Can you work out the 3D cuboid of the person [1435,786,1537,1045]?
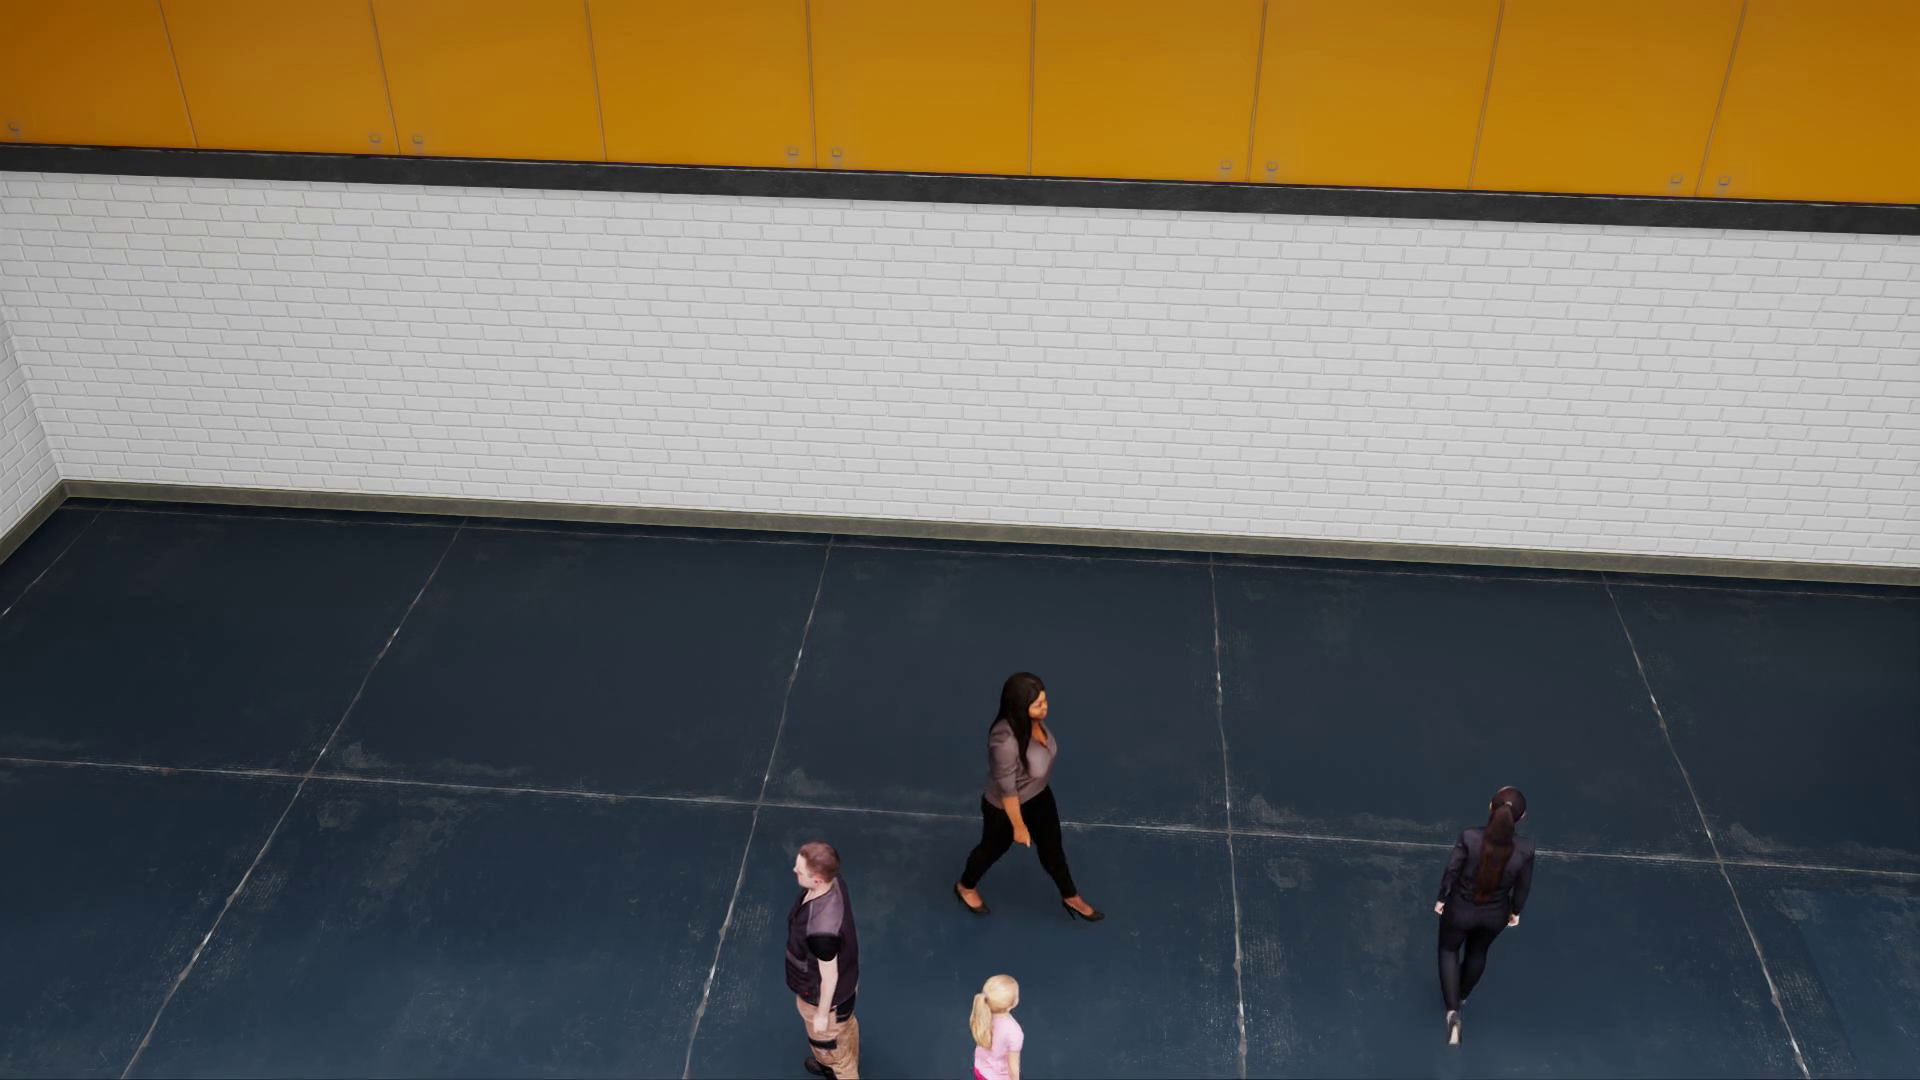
[{"bbox_3d":[2.701,1.996,8.693,0.657,1.696,0.859,7,34,11],"label":"person"}]

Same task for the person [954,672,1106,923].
[{"bbox_3d":[0.212,1.471,9.391,0.984,1.797,1.155,14,36,20],"label":"person"}]

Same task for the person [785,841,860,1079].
[{"bbox_3d":[-0.652,2.189,8.271,0.773,1.842,0.572,-2,34,-3],"label":"person"}]

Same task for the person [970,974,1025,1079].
[{"bbox_3d":[0.129,2.618,8.152,0.843,1.259,0.774,-26,42,-33],"label":"person"}]
